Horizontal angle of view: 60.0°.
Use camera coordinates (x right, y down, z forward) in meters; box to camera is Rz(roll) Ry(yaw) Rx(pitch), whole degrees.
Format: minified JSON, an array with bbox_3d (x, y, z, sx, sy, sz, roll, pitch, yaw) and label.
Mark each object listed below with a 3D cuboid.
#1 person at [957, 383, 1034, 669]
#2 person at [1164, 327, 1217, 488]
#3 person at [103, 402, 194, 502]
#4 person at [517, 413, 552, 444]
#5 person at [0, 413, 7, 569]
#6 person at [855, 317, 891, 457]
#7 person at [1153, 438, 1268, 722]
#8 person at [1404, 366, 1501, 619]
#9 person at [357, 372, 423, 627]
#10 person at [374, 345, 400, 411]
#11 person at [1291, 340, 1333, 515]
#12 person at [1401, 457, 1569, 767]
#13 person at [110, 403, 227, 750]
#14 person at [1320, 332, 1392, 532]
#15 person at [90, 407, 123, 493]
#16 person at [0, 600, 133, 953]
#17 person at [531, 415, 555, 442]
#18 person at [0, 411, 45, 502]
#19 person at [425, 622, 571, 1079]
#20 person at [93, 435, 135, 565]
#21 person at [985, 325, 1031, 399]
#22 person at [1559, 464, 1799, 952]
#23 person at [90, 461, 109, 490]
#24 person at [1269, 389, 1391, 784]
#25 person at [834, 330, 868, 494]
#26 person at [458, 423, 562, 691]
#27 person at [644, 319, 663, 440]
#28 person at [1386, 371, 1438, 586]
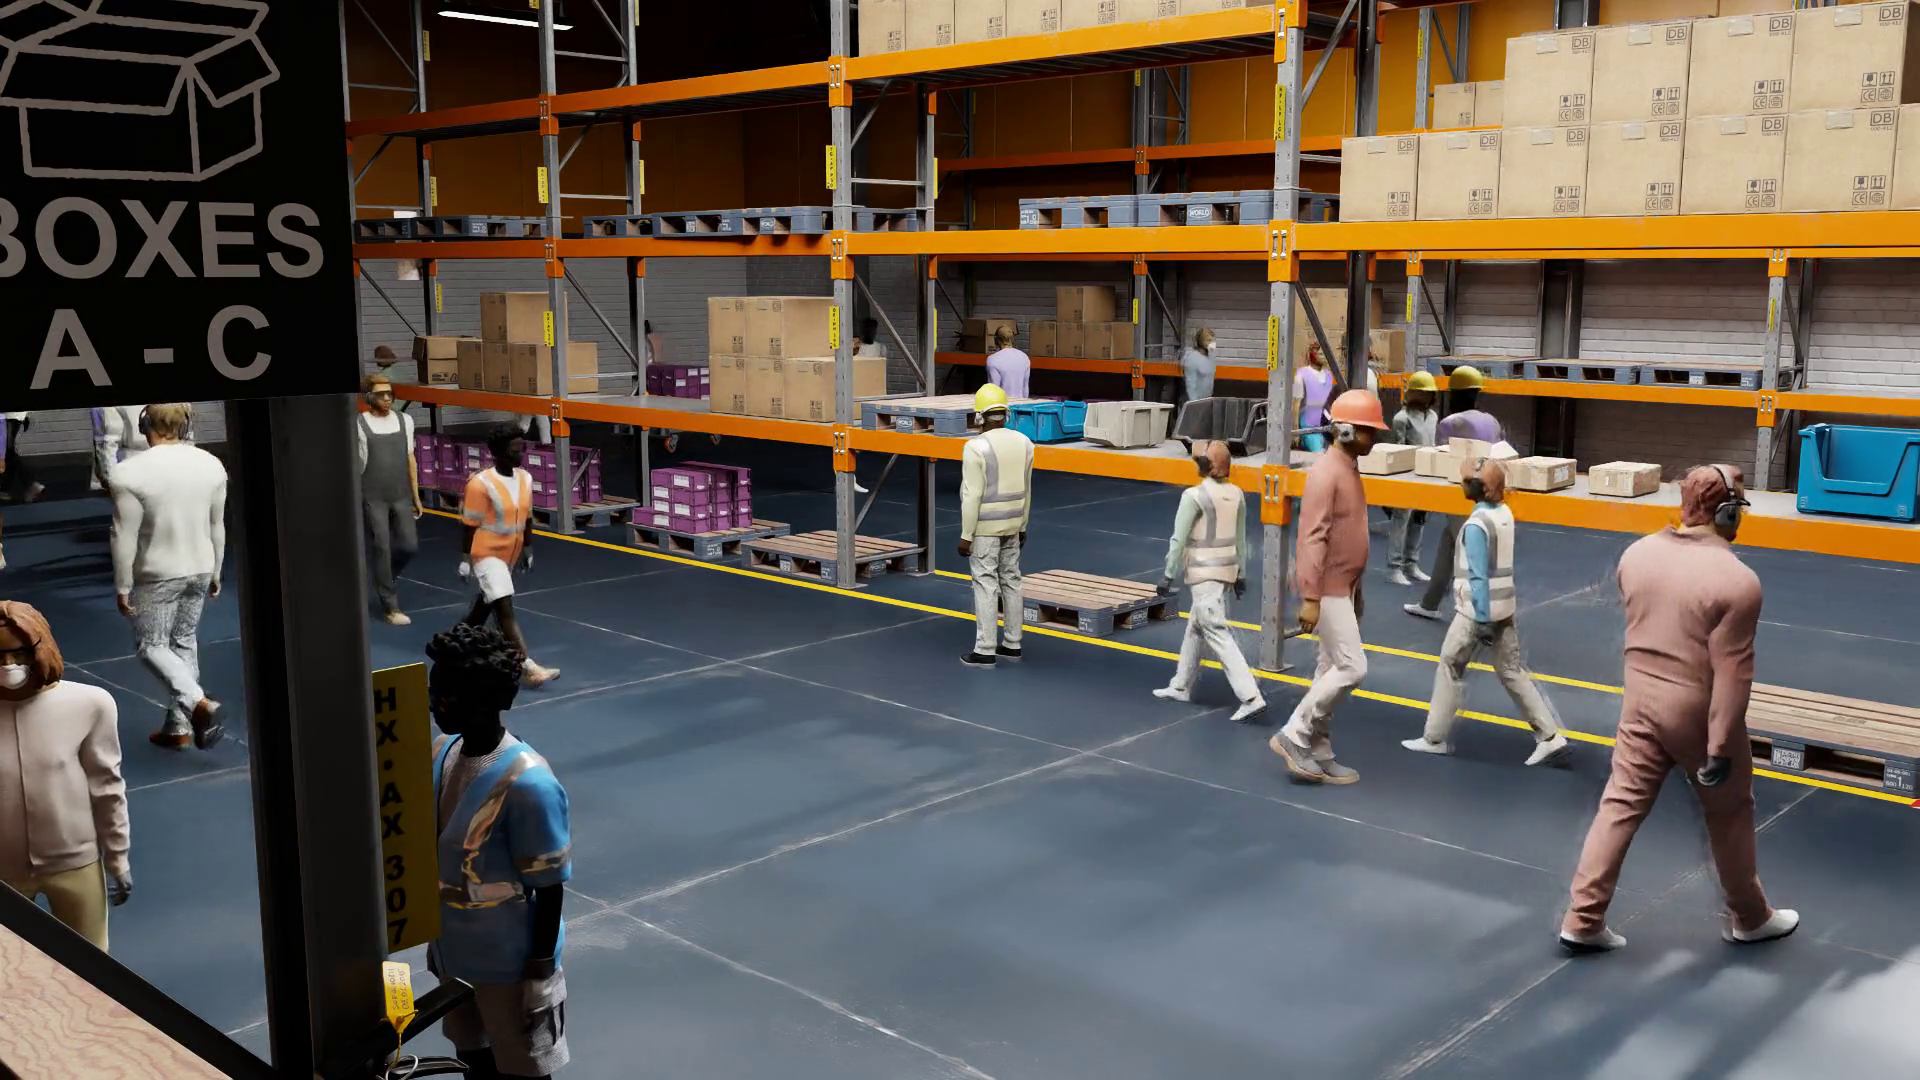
[{"bbox_3d":[0.206,-0.090,10.707,0.404,1.828,0.602,9,13,44],"label":"person"},{"bbox_3d":[2.809,-1.514,19.289,1.027,1.878,0.652,8,12,40],"label":"person"},{"bbox_3d":[-6.195,-0.504,12.750,0.637,1.985,1.033,-5,10,-27],"label":"person"},{"bbox_3d":[-5.509,-1.790,21.112,0.914,1.844,0.620,0,9,1],"label":"person"},{"bbox_3d":[-8.405,-0.749,14.095,0.607,2.044,0.379,-1,9,-8],"label":"person"},{"bbox_3d":[-1.283,-2.105,22.851,0.615,1.908,1.053,-4,10,-21],"label":"person"},{"bbox_3d":[1.466,0.217,9.532,0.856,1.601,0.524,9,13,42],"label":"person"},{"bbox_3d":[3.589,-0.291,11.808,0.597,1.887,0.980,-7,12,-38],"label":"person"},{"bbox_3d":[-4.158,-0.302,12.000,0.538,1.834,0.534,-9,13,-43],"label":"person"},{"bbox_3d":[-7.071,-1.573,20.409,0.373,1.624,0.542,-1,9,-7],"label":"person"},{"bbox_3d":[3.710,-1.128,17.056,0.642,1.826,0.596,9,13,43],"label":"person"},{"bbox_3d":[2.761,0.368,8.588,0.804,1.604,0.509,8,12,40],"label":"person"},{"bbox_3d":[-4.078,0.199,8.707,0.664,1.915,0.644,6,11,31],"label":"person"},{"bbox_3d":[3.847,-1.047,15.932,0.926,2.000,0.679,2,10,14],"label":"person"},{"bbox_3d":[-6.855,-0.621,13.848,0.622,1.878,1.025,-4,10,-24],"label":"person"},{"bbox_3d":[-2.683,0.970,4.833,0.502,1.627,0.270,-5,10,-27],"label":"person"},{"bbox_3d":[-6.187,-2.417,24.651,0.550,1.935,0.375,8,12,42],"label":"person"},{"bbox_3d":[-10.460,-1.386,18.264,0.892,1.964,0.626,3,10,16],"label":"person"},{"bbox_3d":[-1.180,1.042,4.176,0.542,1.695,0.316,8,13,42],"label":"person"},{"bbox_3d":[-7.352,-0.735,14.662,0.534,1.835,0.841,-6,11,-33],"label":"person"},{"bbox_3d":[0.519,-1.434,18.624,0.629,1.937,0.376,-8,13,-42],"label":"person"},{"bbox_3d":[2.706,0.636,6.182,0.999,1.858,0.638,-4,10,-26],"label":"person"},{"bbox_3d":[-9.785,-1.514,19.460,0.538,1.819,0.961,9,13,44],"label":"person"},{"bbox_3d":[1.878,0.242,8.231,0.438,1.969,0.631,4,10,25],"label":"person"},{"bbox_3d":[-1.242,-1.448,18.913,0.335,1.873,0.521,7,11,35],"label":"person"},{"bbox_3d":[-2.817,0.091,10.218,0.940,1.621,0.541,4,10,23],"label":"person"},{"bbox_3d":[-4.601,-2.382,24.821,0.555,1.818,0.659,3,10,16],"label":"person"},{"bbox_3d":[3.707,-0.504,13.514,0.492,1.743,0.321,-7,11,-35],"label":"person"}]
